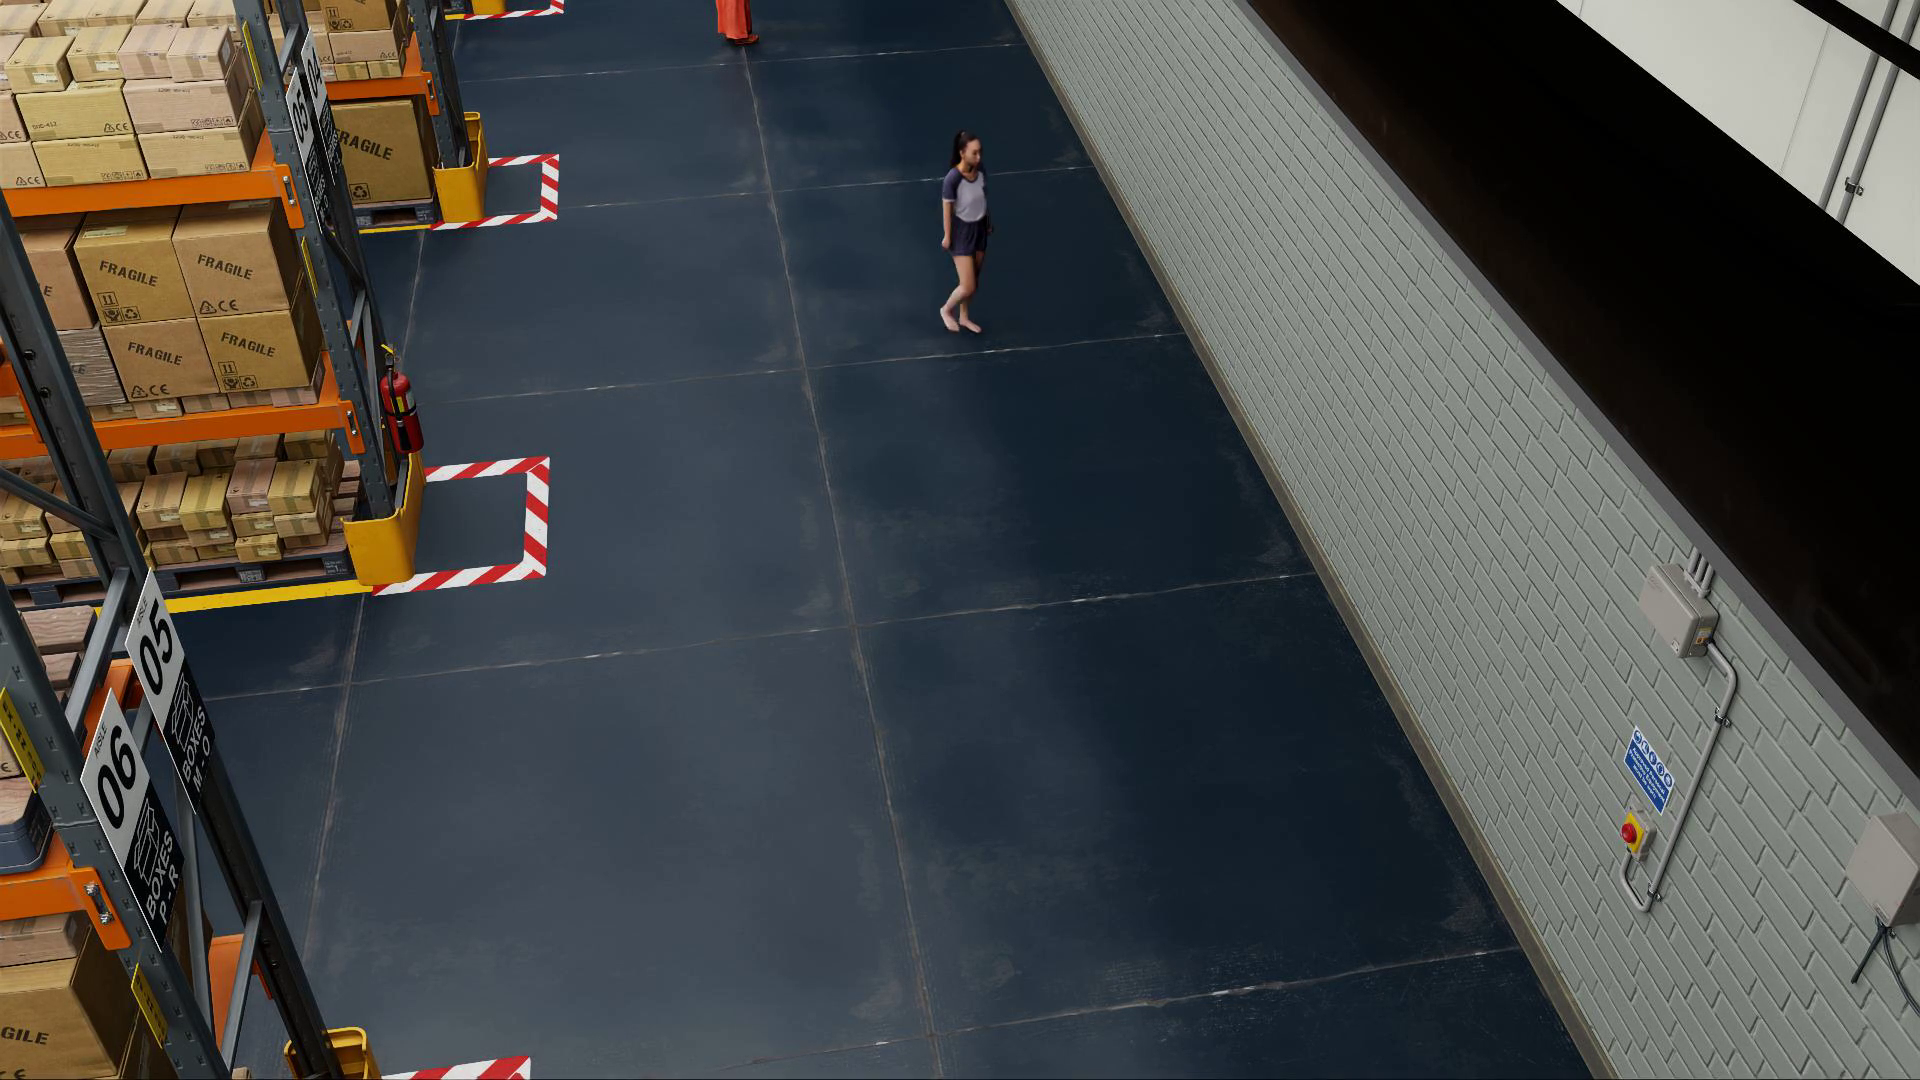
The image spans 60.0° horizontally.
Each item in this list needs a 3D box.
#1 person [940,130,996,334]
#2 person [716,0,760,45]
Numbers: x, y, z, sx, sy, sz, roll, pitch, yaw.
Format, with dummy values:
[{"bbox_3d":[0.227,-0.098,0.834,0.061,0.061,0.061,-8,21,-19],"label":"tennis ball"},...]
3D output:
[{"bbox_3d":[-0.013,-2.308,12.494,0.776,1.640,0.712,26,45,29],"label":"person"},{"bbox_3d":[-2.361,-6.034,17.125,0.711,1.803,0.708,-22,43,-26],"label":"person"}]
